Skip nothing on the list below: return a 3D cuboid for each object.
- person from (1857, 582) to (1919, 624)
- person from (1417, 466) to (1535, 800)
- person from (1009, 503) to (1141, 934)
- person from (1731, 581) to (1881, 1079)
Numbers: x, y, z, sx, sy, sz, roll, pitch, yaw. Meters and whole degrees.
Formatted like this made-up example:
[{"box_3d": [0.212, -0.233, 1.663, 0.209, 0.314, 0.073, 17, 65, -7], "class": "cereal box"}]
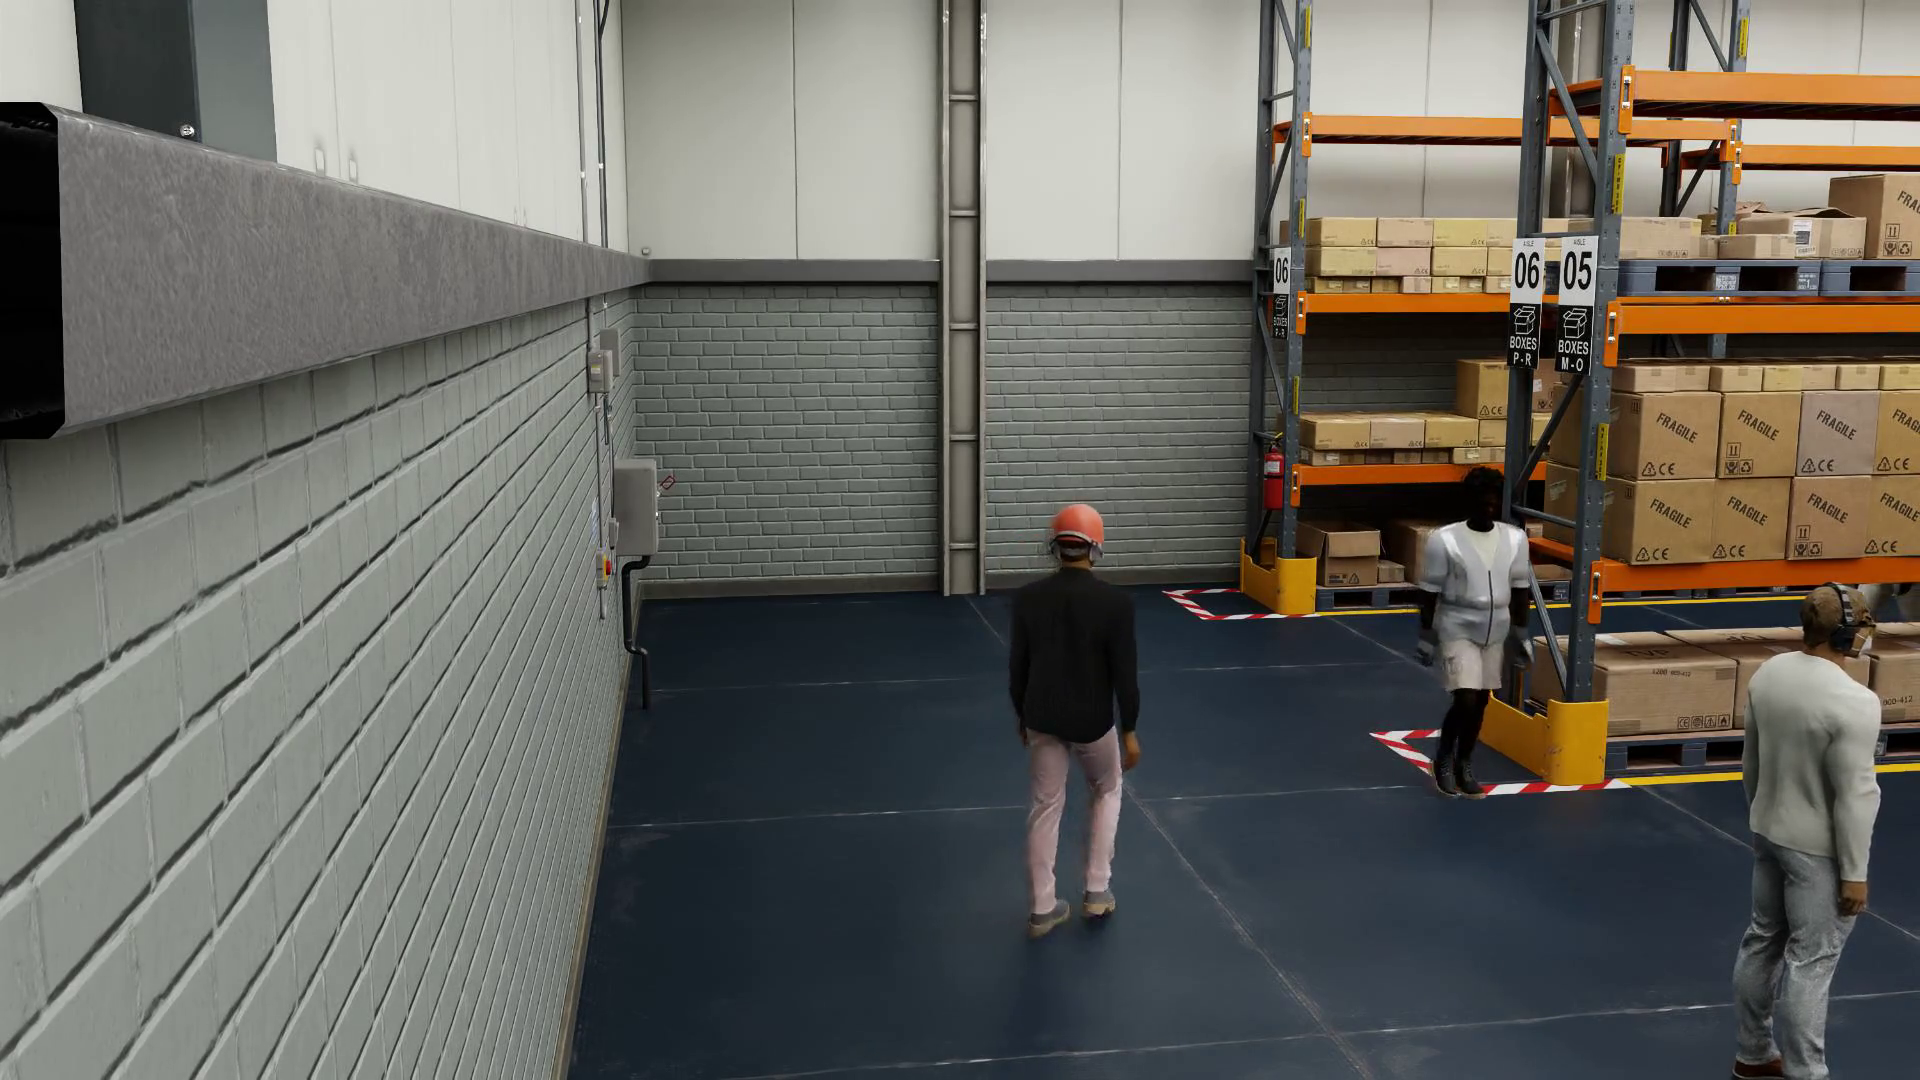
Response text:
[{"box_3d": [6.806, 0.199, 12.019, 0.929, 1.808, 0.630, -1, 9, -8], "class": "person"}, {"box_3d": [2.948, 0.539, 9.485, 0.606, 1.943, 0.465, -2, 9, -14], "class": "person"}, {"box_3d": [0.539, 0.818, 7.686, 0.695, 1.962, 0.633, 4, 10, 25], "class": "person"}, {"box_3d": [3.057, 1.104, 6.002, 0.377, 1.940, 0.629, -1, 9, -7], "class": "person"}]
